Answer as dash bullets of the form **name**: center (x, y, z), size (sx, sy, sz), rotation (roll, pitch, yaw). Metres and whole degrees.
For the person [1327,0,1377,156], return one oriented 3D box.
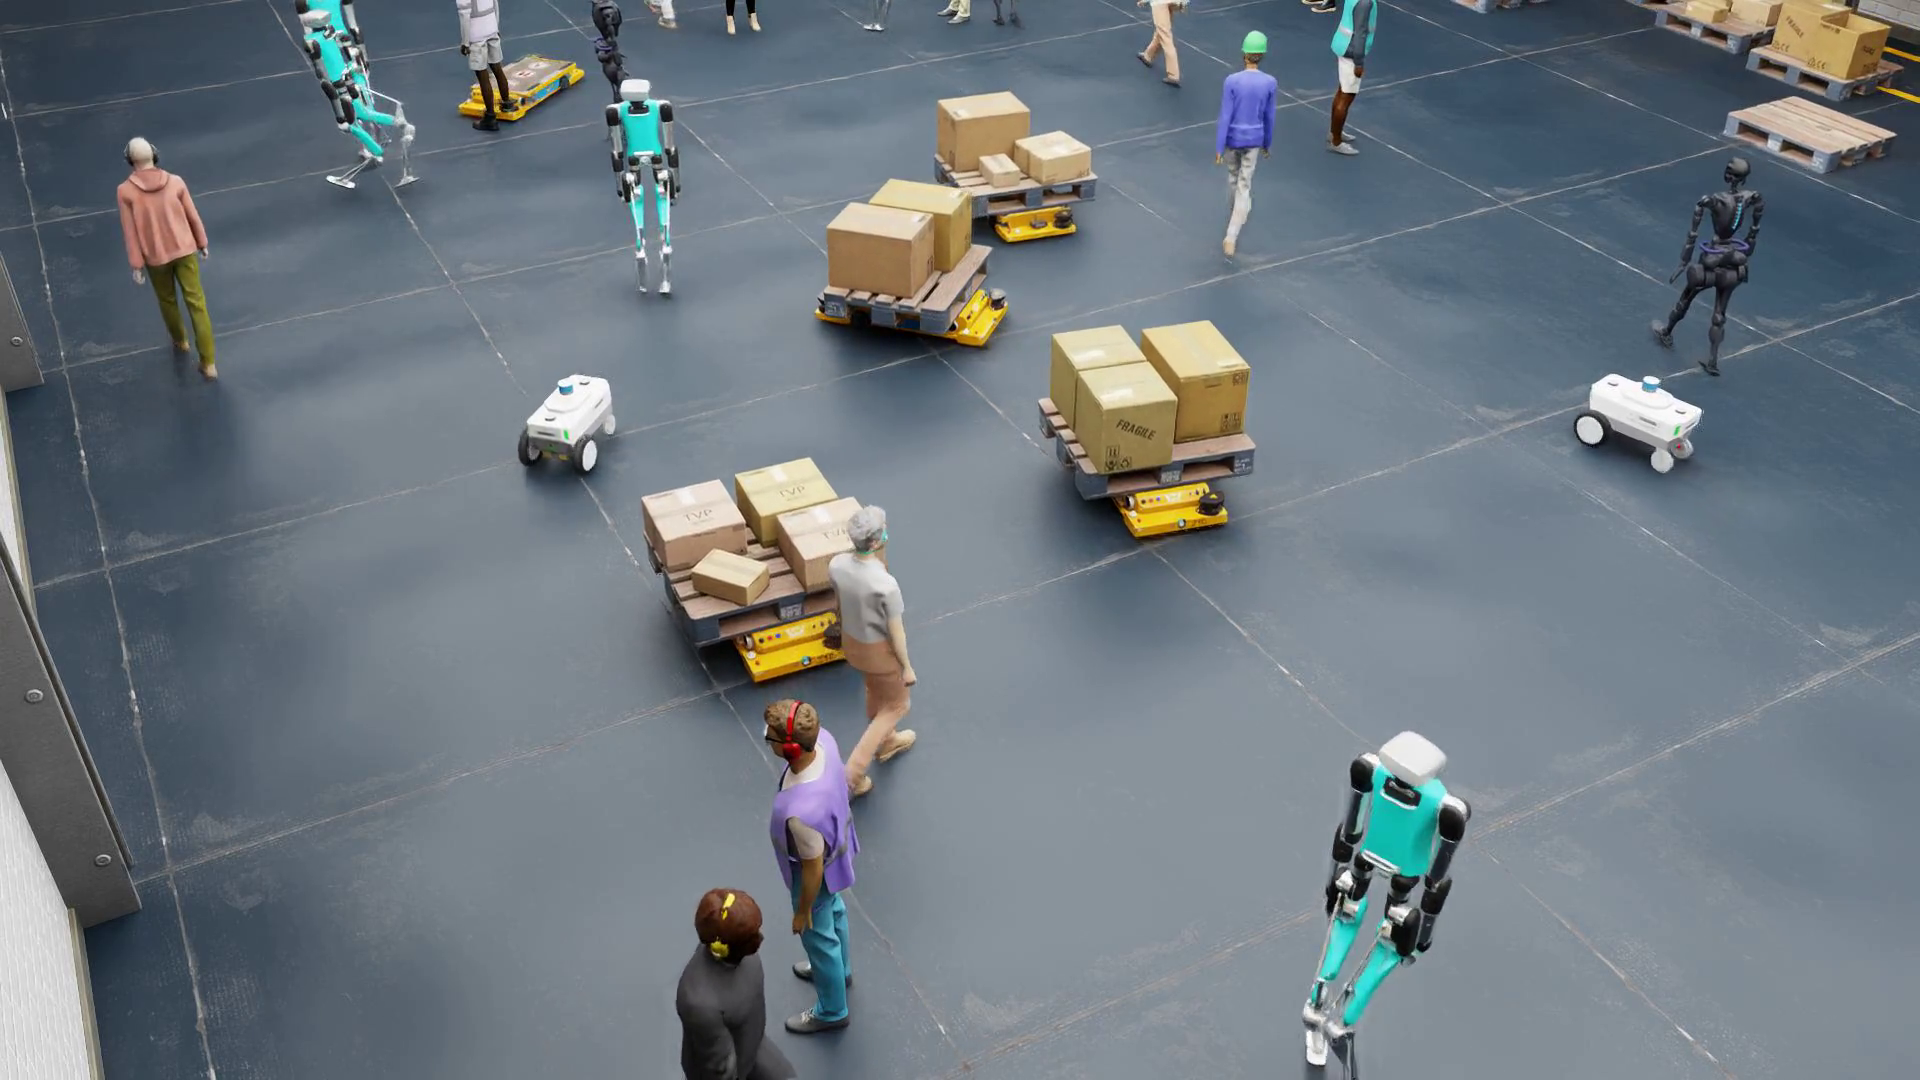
- **person**: center (3.782, -4.688, 15.959), size (0.446, 1.935, 0.558), rotation (4, 35, 6)

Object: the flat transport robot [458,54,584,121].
- **flat transport robot**: center (-4.619, -4.782, 17.543), size (0.659, 0.231, 1.431), rotation (11, 37, 16)

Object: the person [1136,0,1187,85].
- **person**: center (2.162, -5.735, 17.718), size (0.458, 1.620, 0.916), rotation (-19, 39, -24)

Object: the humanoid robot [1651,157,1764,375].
- **humanoid robot**: center (5.682, -2.121, 12.539), size (0.590, 1.626, 0.734), rotation (-4, 35, -6)

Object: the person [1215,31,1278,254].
- **person**: center (2.450, -3.440, 14.274), size (0.483, 1.817, 0.932), rotation (5, 35, 7)

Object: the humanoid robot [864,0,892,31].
- **humanoid robot**: center (-1.021, -6.591, 18.931), size (0.797, 1.863, 0.549), rotation (21, 40, 27)

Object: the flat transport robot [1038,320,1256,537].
- **flat transport robot**: center (1.262, -0.520, 11.458), size (0.659, 0.231, 1.431), rotation (-9, 36, -13)

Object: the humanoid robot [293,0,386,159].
- **humanoid robot**: center (-5.818, -4.400, 15.788), size (0.545, 1.844, 0.798), rotation (-21, 40, -27)

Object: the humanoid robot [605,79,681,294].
- **humanoid robot**: center (-2.496, -2.744, 13.346), size (0.539, 1.790, 0.684), rotation (-6, 35, -8)

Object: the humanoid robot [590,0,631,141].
- **humanoid robot**: center (-3.362, -4.681, 16.168), size (0.350, 1.657, 0.595), rotation (-10, 36, -14)

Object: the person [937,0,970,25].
- **person**: center (-0.023, -6.930, 19.242), size (0.388, 1.837, 0.564), rotation (-12, 37, -16)

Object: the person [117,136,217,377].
- **person**: center (-5.928, -2.160, 12.456), size (0.569, 1.797, 0.909), rotation (-19, 39, -25)

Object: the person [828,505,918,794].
- **person**: center (-0.451, 0.569, 8.628), size (0.502, 1.727, 0.633), rotation (28, 44, 34)

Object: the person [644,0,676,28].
- **person**: center (-3.603, -6.950, 19.254), size (0.603, 1.839, 0.946), rotation (-24, 41, -30)

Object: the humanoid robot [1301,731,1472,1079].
- **humanoid robot**: center (1.677, 1.672, 7.053), size (0.540, 1.789, 0.771), rotation (30, 45, 35)

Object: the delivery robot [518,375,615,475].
- **delivery robot**: center (-2.737, -0.831, 11.656), size (0.499, 0.599, 0.784), rotation (9, 36, 13)

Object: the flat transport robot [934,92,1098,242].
- **flat transport robot**: center (0.484, -3.106, 15.150), size (0.659, 0.231, 1.431), rotation (-11, 37, -16)

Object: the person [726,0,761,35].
- **person**: center (-2.513, -6.637, 18.946), size (0.530, 1.695, 0.321), rotation (-11, 36, -15)

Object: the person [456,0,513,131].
- **person**: center (-4.751, -5.022, 16.430), size (0.350, 1.942, 0.544), rotation (16, 38, 21)

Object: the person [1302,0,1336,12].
- **person**: center (4.372, -7.234, 19.569), size (0.374, 1.962, 0.605), rotation (-4, 35, -6)

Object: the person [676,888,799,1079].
- **person**: center (-0.807, 2.050, 6.413), size (0.687, 1.851, 0.499), rotation (12, 37, 17)

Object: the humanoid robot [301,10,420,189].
- **humanoid robot**: center (-5.342, -3.912, 15.015), size (1.052, 1.713, 0.530), rotation (0, 35, 0)

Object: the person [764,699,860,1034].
- **person**: center (-0.630, 1.435, 7.293), size (0.373, 1.842, 0.568), rotation (2, 35, 3)

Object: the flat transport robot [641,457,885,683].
- **flat transport robot**: center (-1.196, 0.321, 10.258), size (0.659, 0.231, 1.431), rotation (-15, 38, -20)

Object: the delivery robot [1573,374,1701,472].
- **delivery robot**: center (4.790, -0.873, 11.704), size (0.499, 0.584, 0.783), rotation (-27, 43, -33)

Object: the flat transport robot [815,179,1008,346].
- **flat transport robot**: center (-0.391, -1.889, 13.413), size (1.431, 0.231, 0.659), rotation (11, 37, 15)

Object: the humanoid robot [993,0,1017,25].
- **humanoid robot**: center (0.474, -6.799, 19.193), size (0.603, 1.658, 0.332), rotation (-8, 36, -11)
